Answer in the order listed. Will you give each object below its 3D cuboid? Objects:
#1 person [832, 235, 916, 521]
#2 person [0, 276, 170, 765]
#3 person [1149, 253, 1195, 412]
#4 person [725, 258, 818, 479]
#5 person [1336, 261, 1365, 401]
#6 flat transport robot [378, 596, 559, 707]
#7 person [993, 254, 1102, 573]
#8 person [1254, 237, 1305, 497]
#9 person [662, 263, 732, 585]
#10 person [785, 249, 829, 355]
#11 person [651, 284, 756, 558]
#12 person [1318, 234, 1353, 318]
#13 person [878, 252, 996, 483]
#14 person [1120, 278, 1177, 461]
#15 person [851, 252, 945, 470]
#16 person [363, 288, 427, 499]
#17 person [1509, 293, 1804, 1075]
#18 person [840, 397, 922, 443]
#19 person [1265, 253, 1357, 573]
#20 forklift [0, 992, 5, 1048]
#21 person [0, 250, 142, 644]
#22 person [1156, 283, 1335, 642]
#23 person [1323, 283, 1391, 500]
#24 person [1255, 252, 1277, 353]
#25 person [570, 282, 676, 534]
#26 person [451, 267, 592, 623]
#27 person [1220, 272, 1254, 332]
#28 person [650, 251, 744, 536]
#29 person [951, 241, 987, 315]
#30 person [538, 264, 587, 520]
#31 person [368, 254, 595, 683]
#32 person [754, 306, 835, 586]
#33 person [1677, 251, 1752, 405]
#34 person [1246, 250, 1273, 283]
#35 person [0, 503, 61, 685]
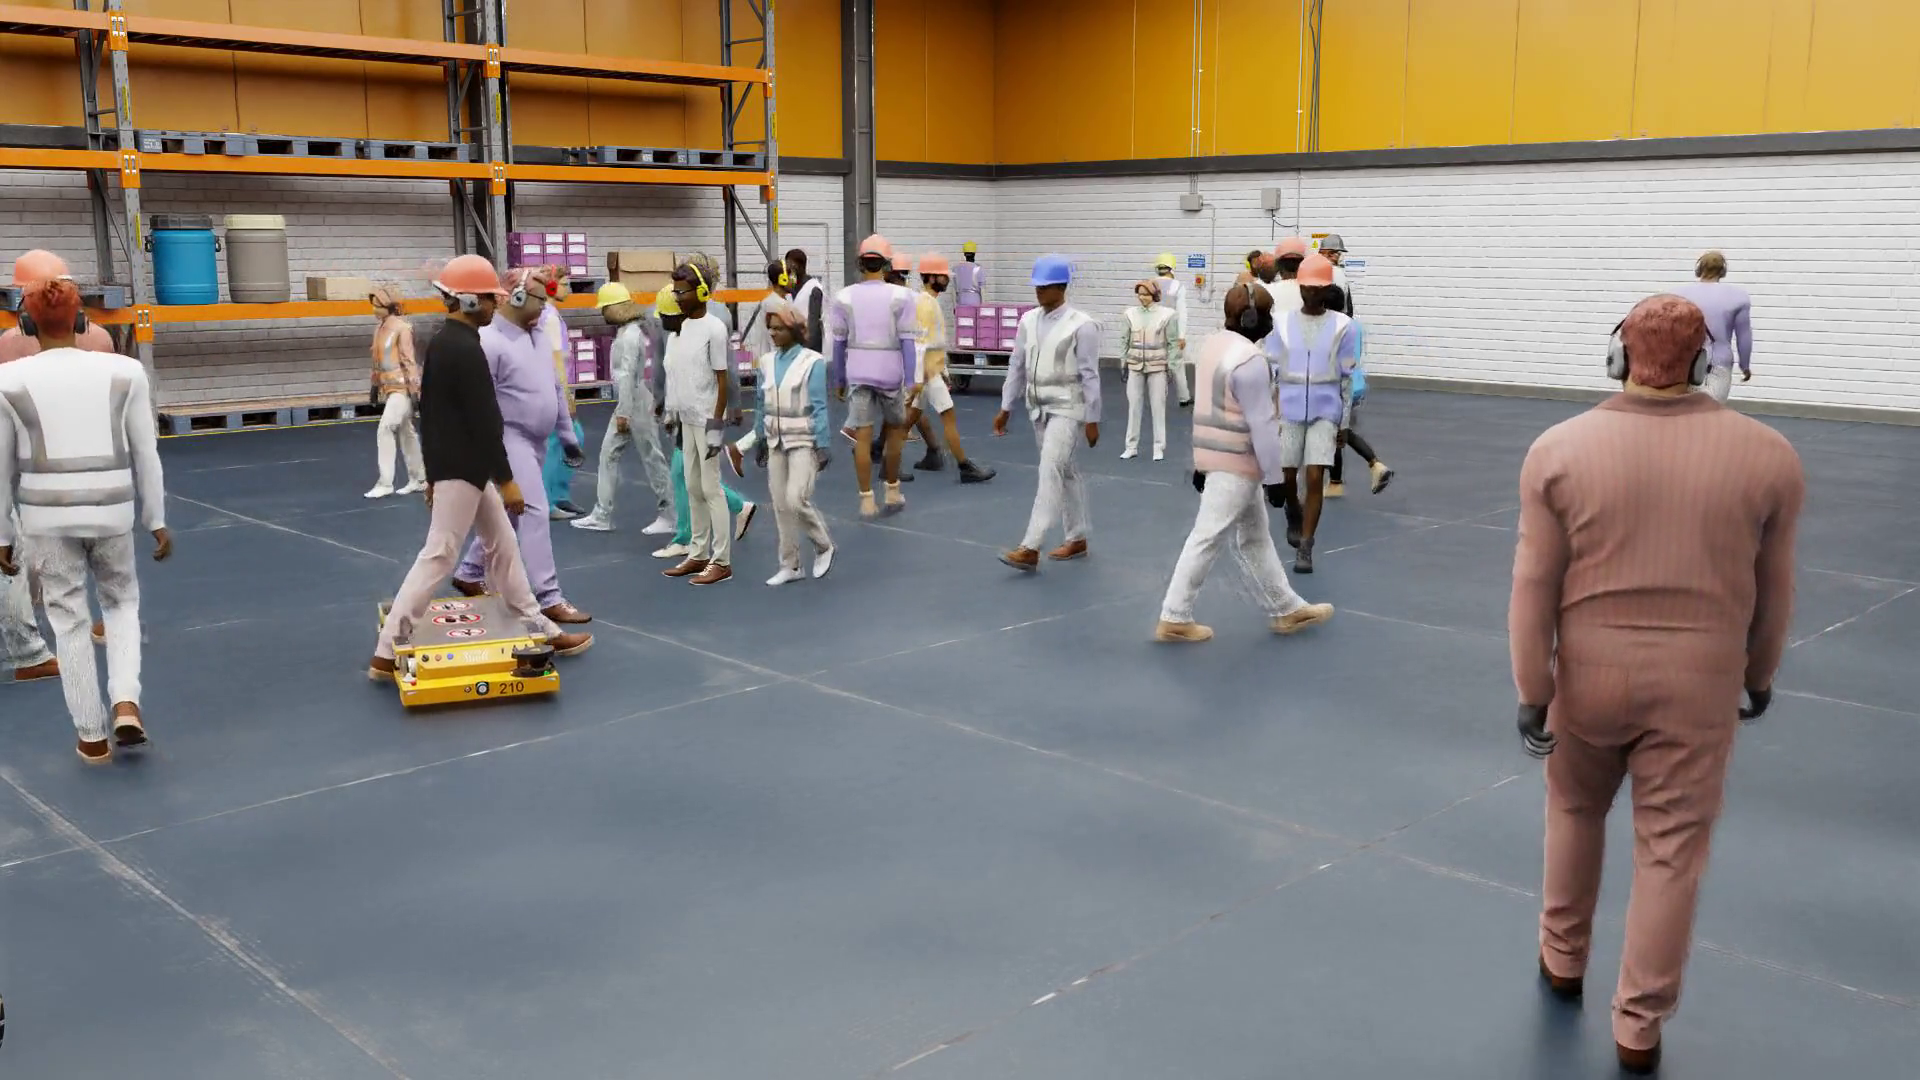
[{"bbox_3d":[-0.598,-1.176,12.006,0.629,2.013,0.831,2,10,8],"label":"person"},{"bbox_3d":[-3.363,-0.063,6.344,0.612,1.871,0.411,-7,13,-35],"label":"person"},{"bbox_3d":[2.425,-2.393,19.208,0.624,1.807,0.718,8,13,36],"label":"person"},{"bbox_3d":[-1.546,-1.374,13.590,0.689,1.840,0.507,-3,11,-15],"label":"person"},{"bbox_3d":[4.577,-2.622,20.548,0.508,1.789,1.002,-6,12,-31],"label":"person"},{"bbox_3d":[-2.327,0.477,7.773,0.652,0.197,1.431,-4,11,-23],"label":"flat transport robot"},{"bbox_3d":[0.491,-0.765,10.095,0.964,1.901,0.633,-8,13,-37],"label":"person"},{"bbox_3d":[2.557,-1.337,12.932,0.623,1.995,0.977,2,11,10],"label":"person"},{"bbox_3d":[-1.533,-0.673,9.699,0.329,1.865,0.508,-8,13,-36],"label":"person"},{"bbox_3d":[-1.629,-1.955,16.647,0.776,1.886,0.594,-9,14,-41],"label":"person"},{"bbox_3d":[-1.624,-0.747,10.472,0.647,1.721,0.563,-4,11,-21],"label":"person"},{"bbox_3d":[4.227,-2.474,19.034,0.536,2.000,0.681,-4,11,-22],"label":"person"},{"bbox_3d":[-0.231,-1.392,13.568,0.987,1.885,0.563,0,10,1],"label":"person"},{"bbox_3d":[1.692,-1.533,15.001,0.516,1.638,0.317,4,11,23],"label":"person"},{"bbox_3d":[-0.515,-1.559,14.488,1.007,1.881,0.547,5,12,27],"label":"person"},{"bbox_3d":[-4.430,-1.123,12.818,0.695,1.609,0.552,-9,14,-40],"label":"person"},{"bbox_3d":[1.722,0.327,4.198,0.646,1.877,0.788,4,11,19],"label":"person"},{"bbox_3d":[-0.792,-1.736,16.219,0.824,1.594,0.512,-6,12,-30],"label":"person"},{"bbox_3d":[2.130,-0.786,10.163,0.555,1.917,0.688,3,11,14],"label":"person"},{"bbox_3d":[-3.245,0.323,3.363,2.313,2.155,1.214,2,11,13],"label":"forklift"},{"bbox_3d":[-4.493,-0.455,8.276,1.037,1.938,0.648,6,12,28],"label":"person"},{"bbox_3d":[1.423,-0.369,8.248,0.978,1.785,0.643,-2,11,-8],"label":"person"},{"bbox_3d":[2.938,-1.105,12.570,0.542,1.664,0.592,9,14,40],"label":"person"},{"bbox_3d":[3.092,-1.992,16.901,0.442,1.853,0.613,2,11,12],"label":"person"},{"bbox_3d":[-2.302,-0.877,11.221,0.809,1.698,0.532,-4,11,-21],"label":"person"},{"bbox_3d":[-2.388,-0.514,8.838,0.913,1.862,0.637,2,11,12],"label":"person"},{"bbox_3d":[2.969,-1.980,17.451,0.498,1.634,0.278,1,10,5],"label":"person"},{"bbox_3d":[-1.665,-0.922,10.919,0.645,1.912,0.683,8,13,36],"label":"person"},{"bbox_3d":[0.155,-3.652,25.758,0.593,1.930,0.355,5,12,26],"label":"person"},{"bbox_3d":[-2.822,-1.033,11.771,0.579,1.818,0.583,-4,11,-21],"label":"person"},{"bbox_3d":[-2.248,-0.316,7.567,1.051,1.942,0.623,-4,11,-23],"label":"person"},{"bbox_3d":[-0.972,-0.532,9.591,0.534,1.623,0.369,8,13,38],"label":"person"},{"bbox_3d":[6.192,-1.437,13.787,0.637,1.902,0.884,8,13,38],"label":"person"},{"bbox_3d":[3.473,-2.497,19.686,0.498,1.851,0.405,-2,11,-10],"label":"person"},{"bbox_3d":[-4.448,-0.230,7.215,0.629,1.903,0.989,7,12,34],"label":"person"}]
